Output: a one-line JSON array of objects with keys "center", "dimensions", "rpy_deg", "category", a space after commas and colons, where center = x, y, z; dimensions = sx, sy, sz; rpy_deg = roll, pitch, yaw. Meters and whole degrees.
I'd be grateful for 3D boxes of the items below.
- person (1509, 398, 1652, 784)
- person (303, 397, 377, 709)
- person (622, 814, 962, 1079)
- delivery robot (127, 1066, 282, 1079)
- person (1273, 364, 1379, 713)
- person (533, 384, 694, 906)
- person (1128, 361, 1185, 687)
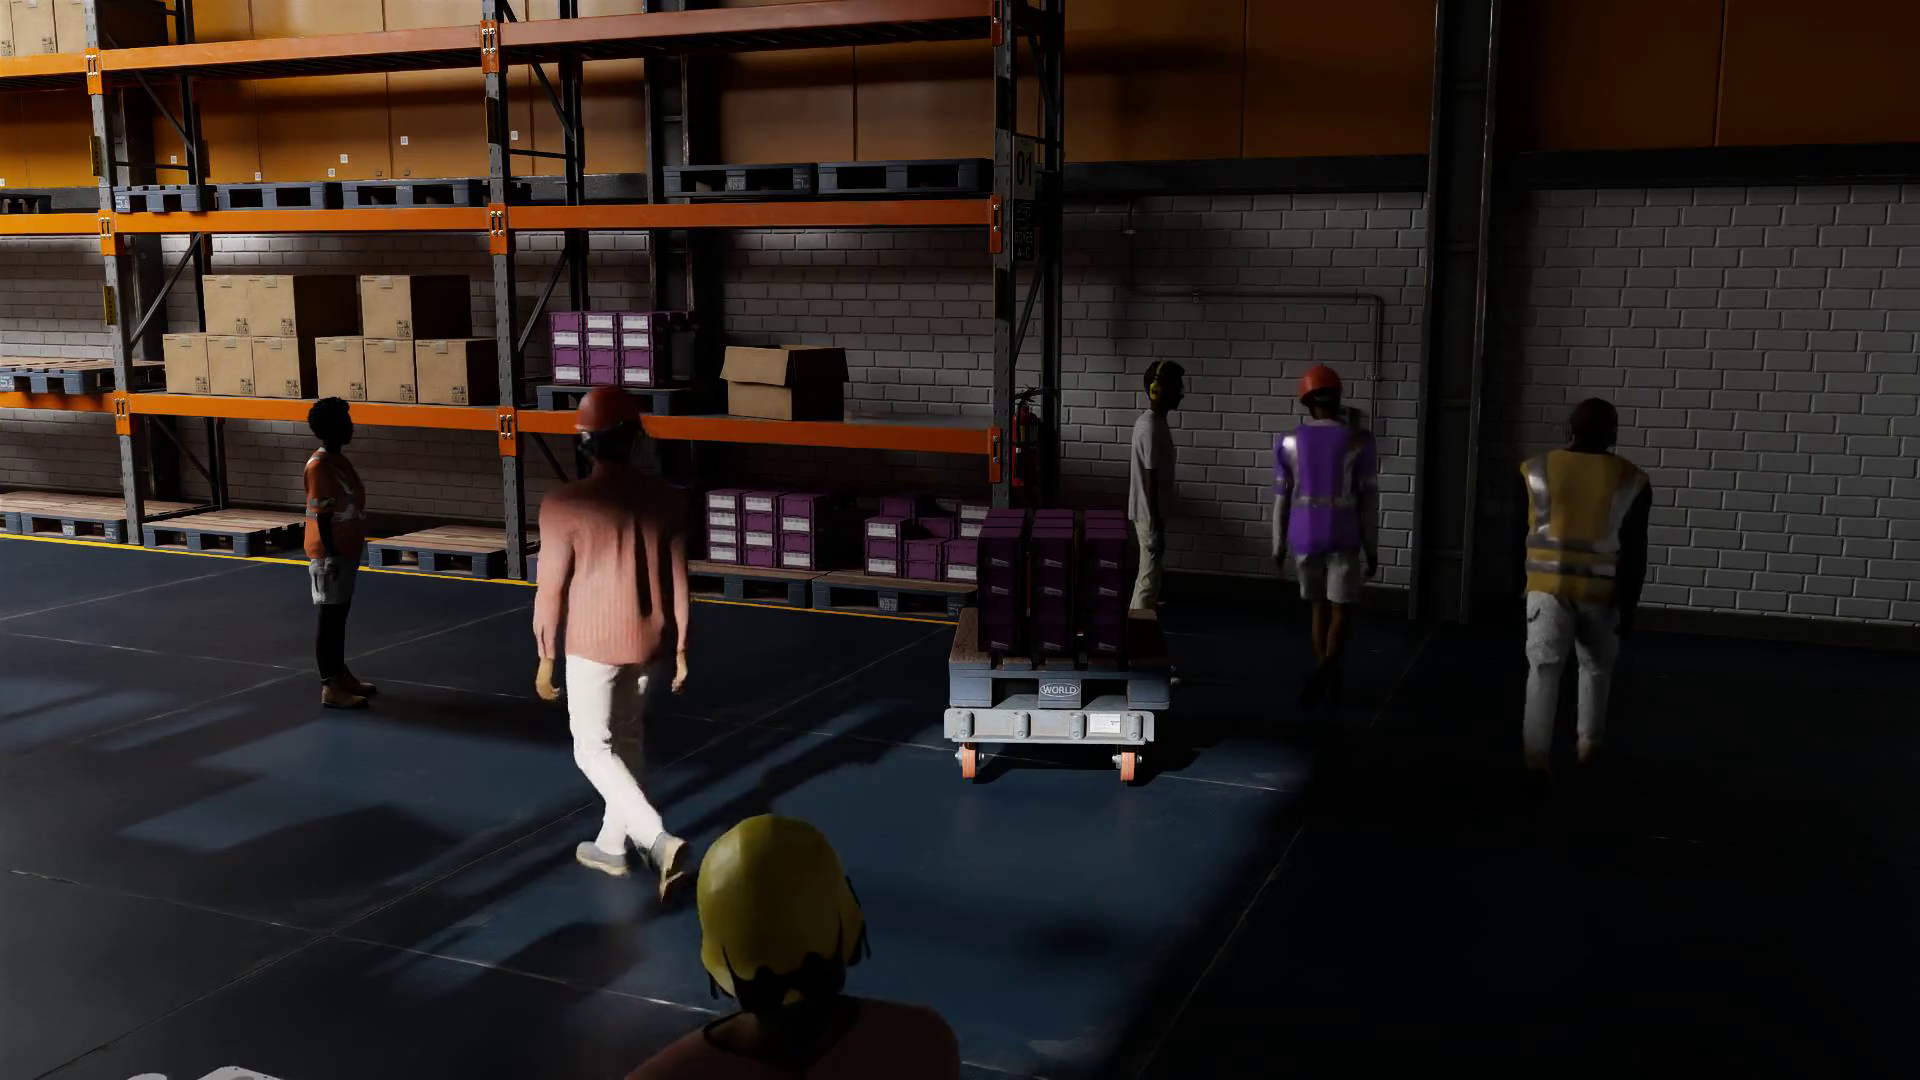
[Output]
[{"center": [2.878, 0.236, 7.802], "dimensions": [0.624, 1.805, 0.920], "rpy_deg": [4, 10, 23], "category": "person"}, {"center": [-3.410, 0.065, 9.110], "dimensions": [0.319, 1.697, 0.533], "rpy_deg": [-1, 10, -9], "category": "person"}, {"center": [-0.185, 1.201, 2.186], "dimensions": [0.526, 1.738, 0.598], "rpy_deg": [-4, 10, -23], "category": "person"}, {"center": [-1.857, 1.471, 3.822], "dimensions": [0.477, 0.478, 0.707], "rpy_deg": [5, 11, 25], "category": "delivery robot"}, {"center": [1.944, 0.011, 8.899], "dimensions": [0.582, 1.888, 0.788], "rpy_deg": [4, 10, 24], "category": "person"}, {"center": [-1.273, 0.399, 6.306], "dimensions": [0.615, 1.973, 0.846], "rpy_deg": [-9, 13, -42], "category": "person"}, {"center": [1.125, -0.099, 9.593], "dimensions": [0.315, 1.865, 0.526], "rpy_deg": [1, 10, 5], "category": "person"}]
